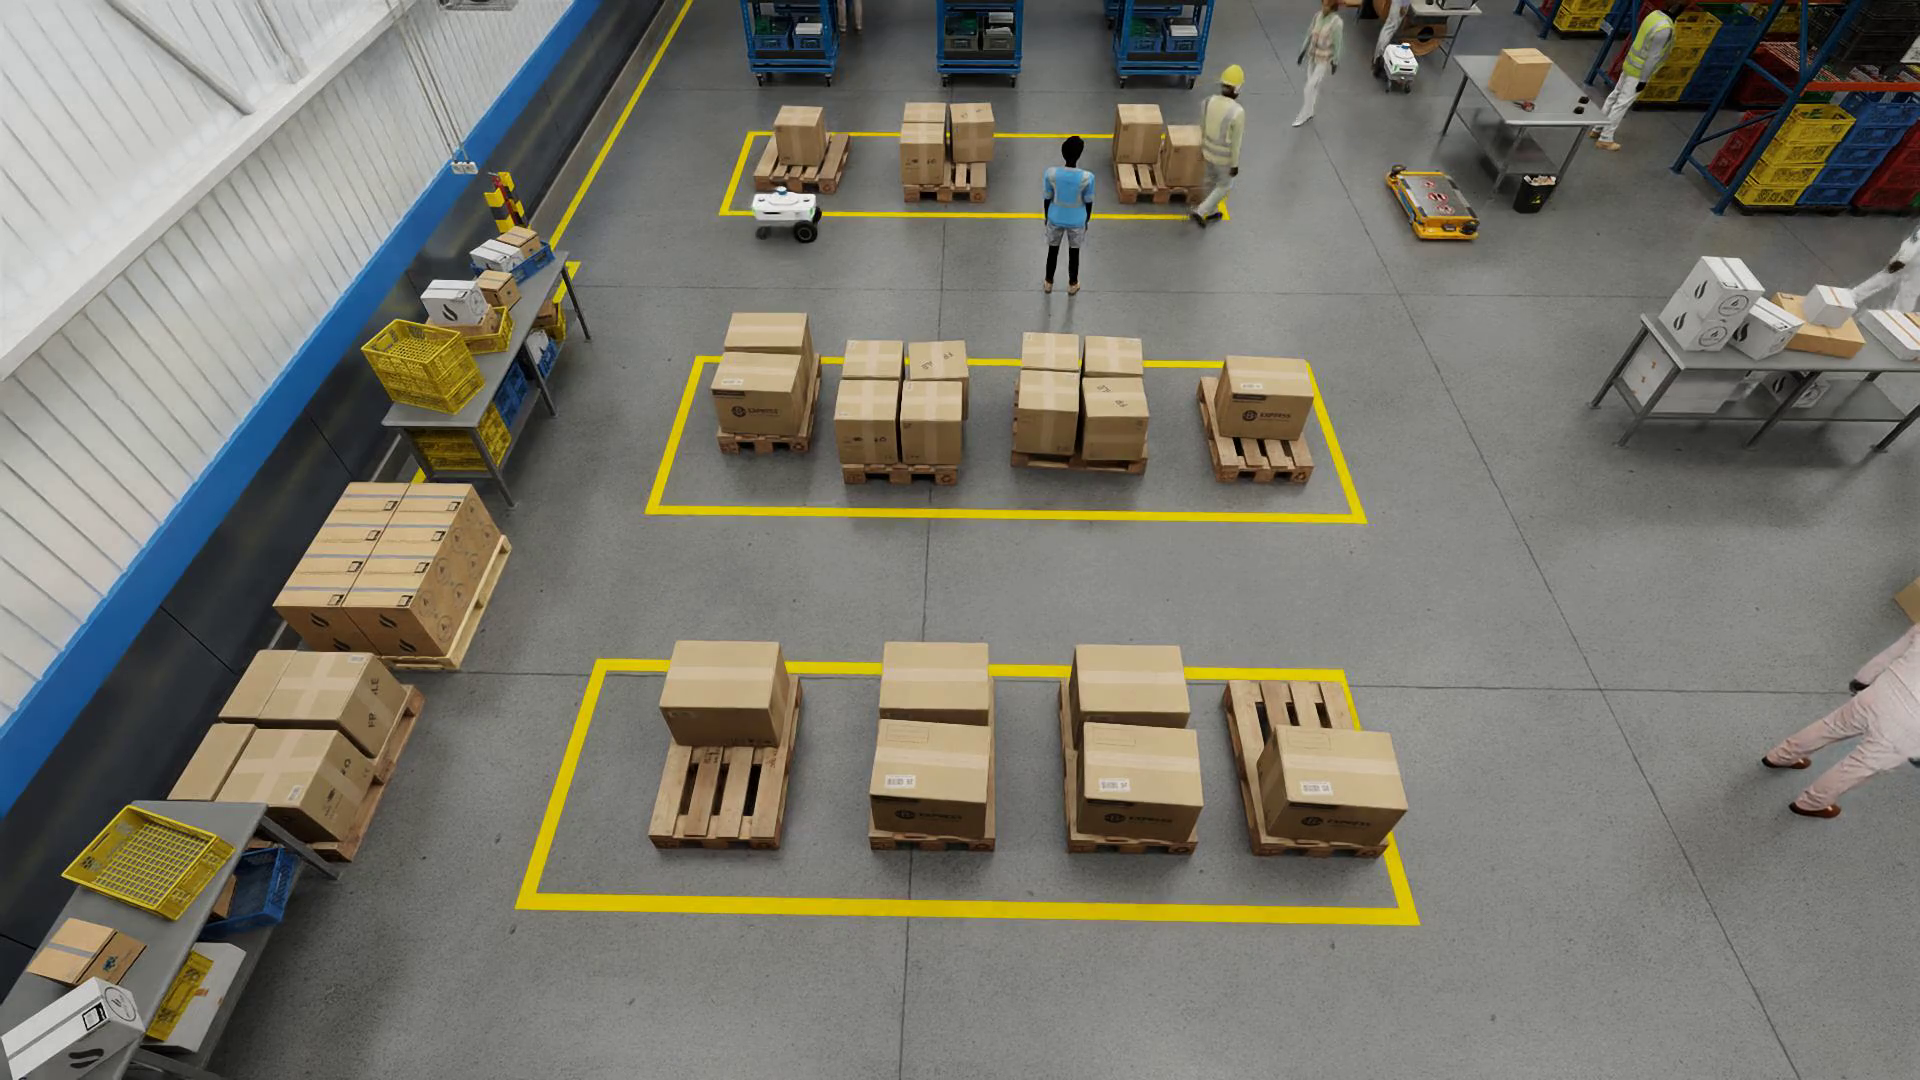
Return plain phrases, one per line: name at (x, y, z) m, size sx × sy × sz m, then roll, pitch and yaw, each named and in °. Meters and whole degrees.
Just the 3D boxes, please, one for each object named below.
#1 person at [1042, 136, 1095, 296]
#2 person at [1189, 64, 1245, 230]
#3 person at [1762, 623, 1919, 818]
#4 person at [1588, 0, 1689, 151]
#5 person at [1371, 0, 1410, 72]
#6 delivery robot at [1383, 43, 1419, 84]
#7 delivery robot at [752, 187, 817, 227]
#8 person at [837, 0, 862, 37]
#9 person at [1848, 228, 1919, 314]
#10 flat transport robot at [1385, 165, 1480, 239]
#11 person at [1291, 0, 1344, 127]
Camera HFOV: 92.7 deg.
person at (1.099, -3.305, 9.439) m, size 0.533 × 1.697 × 0.318 m, roll 9°, pitch 50°, yaw 8°
person at (2.914, -4.344, 10.258) m, size 0.550 × 1.814 × 0.620 m, roll -23°, pitch 53°, yaw -19°
person at (5.718, 1.052, 5.540) m, size 0.396 × 1.899 × 0.656 m, roll 2°, pitch 49°, yaw 2°
person at (8.622, -5.946, 11.631) m, size 0.429 × 1.844 × 0.627 m, roll 9°, pitch 50°, yaw 8°
person at (6.383, -7.827, 13.203) m, size 0.367 × 1.932 × 0.630 m, roll 14°, pitch 51°, yaw 12°
delivery robot at (6.372, -6.919, 13.258) m, size 0.477 × 0.478 × 0.707 m, roll 5°, pitch 49°, yaw 4°
delivery robot at (-2.022, -3.834, 10.587) m, size 0.707 × 0.478 × 0.477 m, roll 1°, pitch 49°, yaw 0°
person at (-1.741, -8.816, 14.026) m, size 0.630 × 1.980 × 0.411 m, roll -19°, pitch 52°, yaw -16°
person at (9.370, -2.715, 8.843) m, size 0.929 × 1.823 × 0.652 m, roll 35°, pitch 57°, yaw 26°
flat transport robot at (5.692, -4.094, 11.059) m, size 0.652 × 0.197 × 1.431 m, roll 1°, pitch 49°, yaw 1°
person at (4.678, -6.317, 12.091) m, size 0.605 × 1.614 × 0.552 m, roll -20°, pitch 52°, yaw -16°
